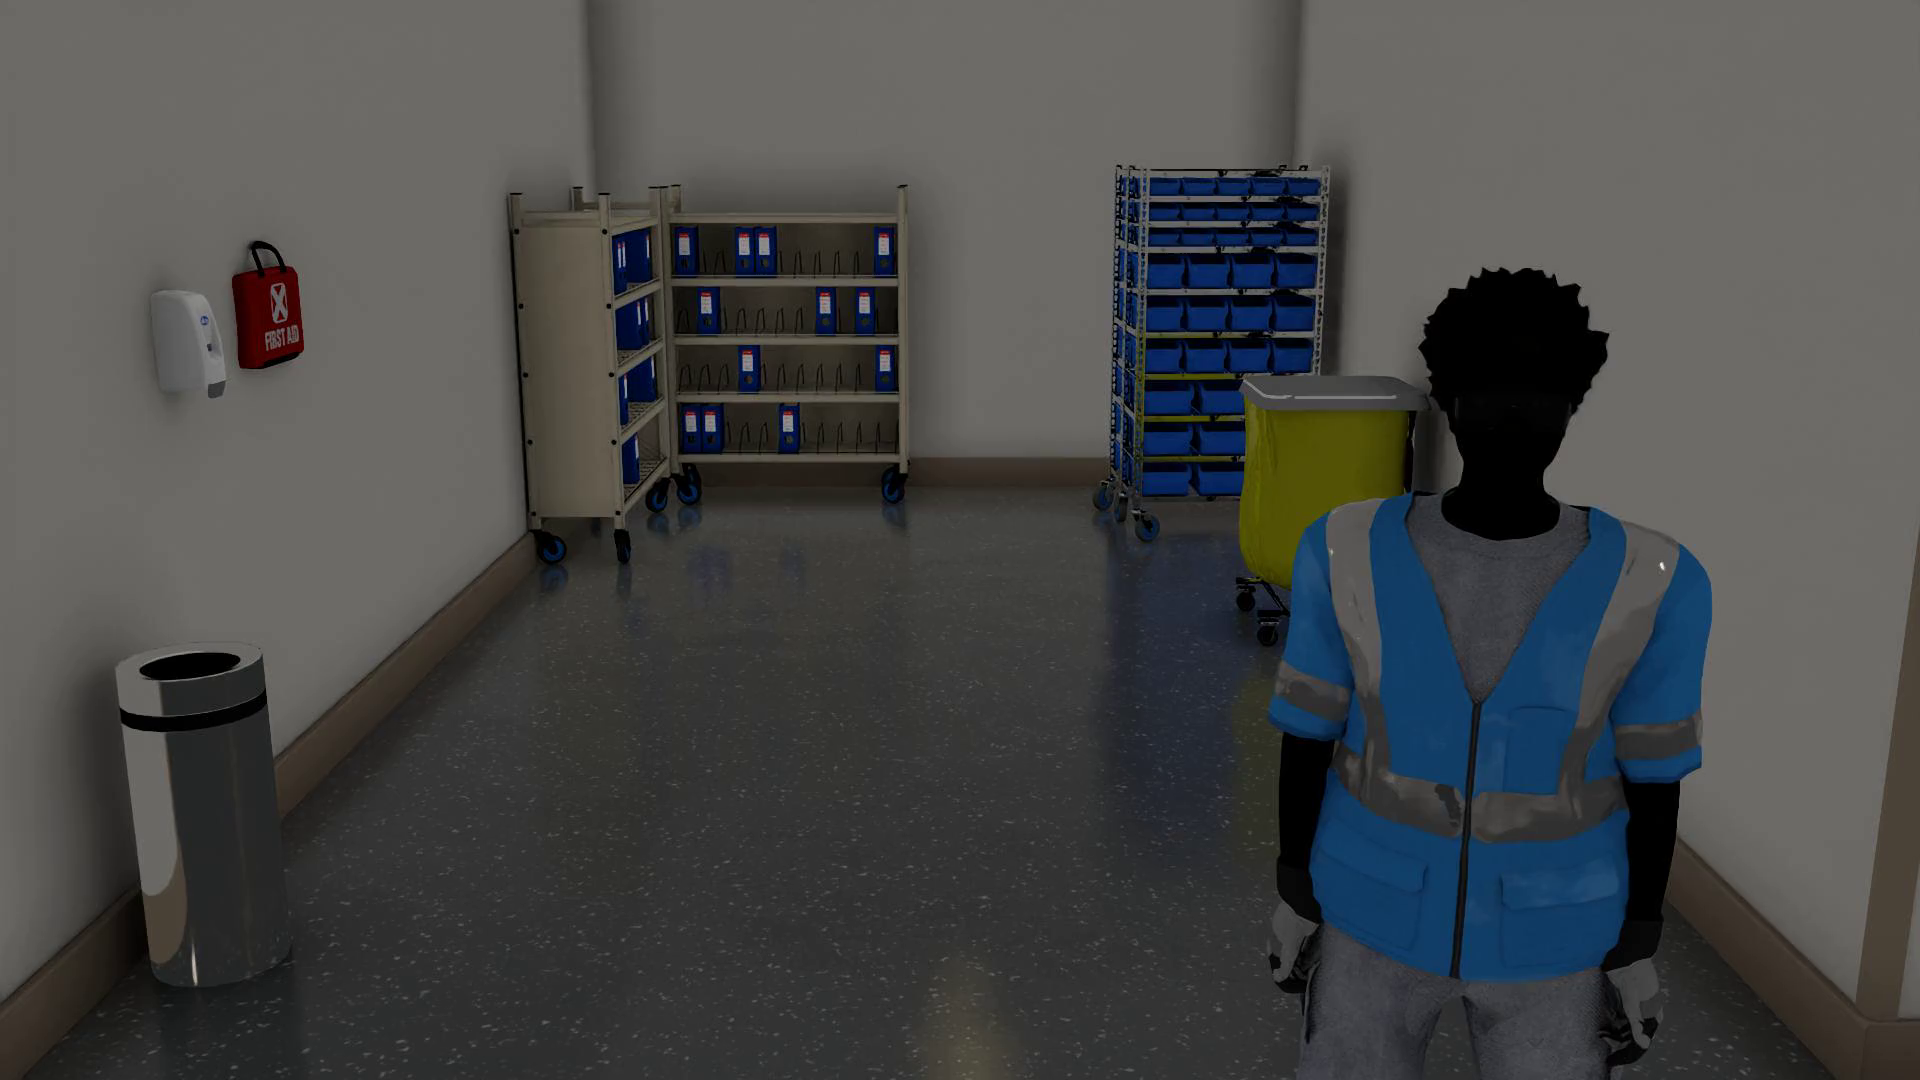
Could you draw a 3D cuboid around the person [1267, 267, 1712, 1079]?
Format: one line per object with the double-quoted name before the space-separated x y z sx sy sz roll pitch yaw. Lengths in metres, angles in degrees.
"person" 0.657 0.502 2.173 0.535 1.700 0.318 5 14 19
